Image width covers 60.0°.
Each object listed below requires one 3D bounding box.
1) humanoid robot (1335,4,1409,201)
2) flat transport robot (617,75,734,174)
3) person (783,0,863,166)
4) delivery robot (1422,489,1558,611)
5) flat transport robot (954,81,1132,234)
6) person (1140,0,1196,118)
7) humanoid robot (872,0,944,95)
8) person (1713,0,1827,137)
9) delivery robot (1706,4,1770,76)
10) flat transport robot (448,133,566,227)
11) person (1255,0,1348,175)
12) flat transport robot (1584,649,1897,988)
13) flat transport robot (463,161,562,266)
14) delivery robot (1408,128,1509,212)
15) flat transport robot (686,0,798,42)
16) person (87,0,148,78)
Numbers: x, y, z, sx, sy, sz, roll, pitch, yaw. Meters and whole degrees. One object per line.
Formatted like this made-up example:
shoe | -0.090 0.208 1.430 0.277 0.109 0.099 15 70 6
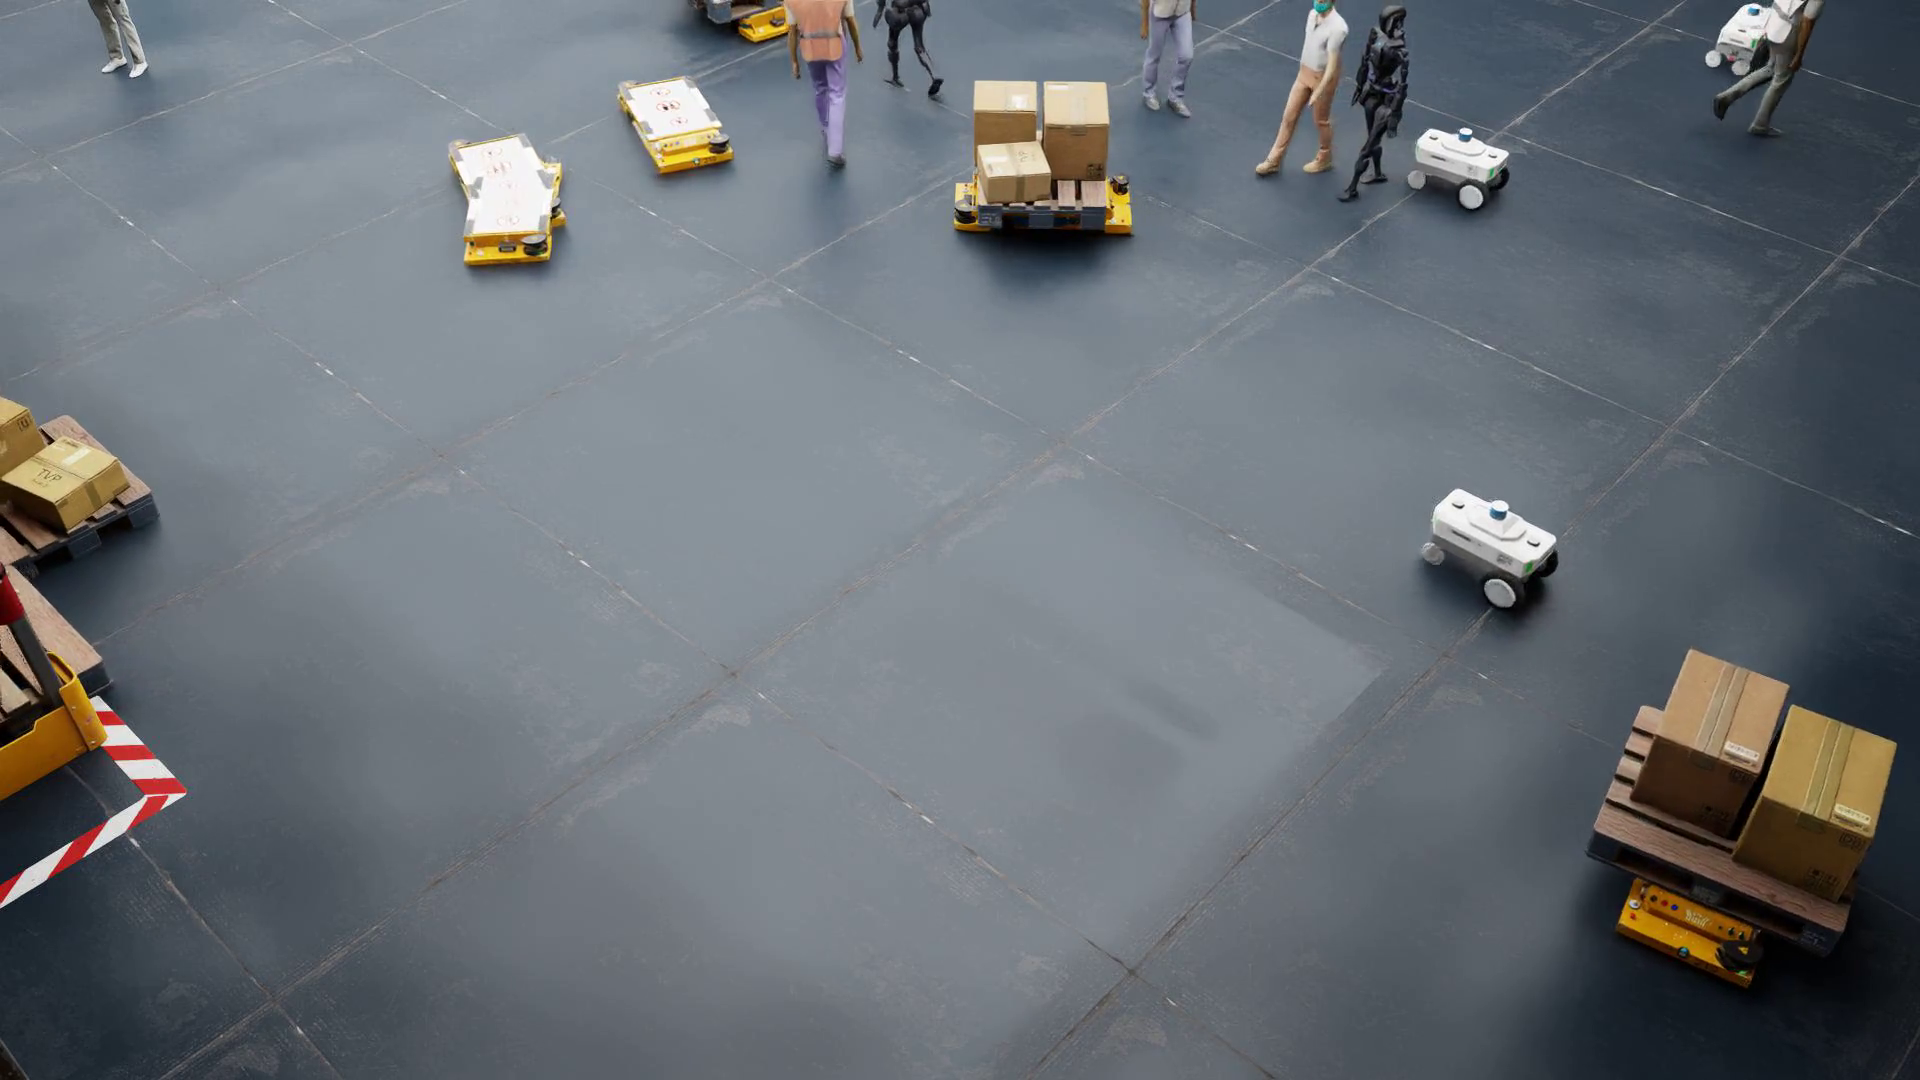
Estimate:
humanoid robot | 3.344 -3.556 13.438 0.654 1.628 0.608 -18 45 -19
flat transport robot | -2.522 -3.680 14.616 0.659 0.231 1.431 -16 44 -17
person | -1.135 -4.051 13.898 0.633 1.807 0.879 1 42 1
delivery robot | 3.281 0.009 10.294 0.767 0.583 0.499 32 51 30
flat transport robot | 0.674 -2.760 13.593 1.431 0.231 0.659 1 42 1
person | 1.830 -4.532 14.419 0.590 1.803 0.649 -16 45 -17
humanoid robot | -0.452 -4.739 14.764 0.590 1.632 0.694 -28 49 -27
person | 6.949 -4.246 14.086 0.586 1.817 0.619 0 42 0
delivery robot | 7.351 -4.723 15.575 0.520 0.613 0.784 26 48 26
flat transport robot | -3.784 -2.963 13.819 0.659 0.231 1.431 -17 45 -18
person | 2.896 -3.766 13.631 0.662 1.714 0.483 -21 46 -22
flat transport robot | 3.967 1.633 8.711 0.659 0.231 1.431 22 47 23
flat transport robot | -3.627 -2.694 13.520 0.659 0.231 1.431 -4 42 -4
delivery robot | 4.153 -3.107 13.767 0.779 0.597 0.499 26 48 26
flat transport robot | -2.126 -5.325 16.445 0.659 0.231 1.431 -26 48 -26
person | -7.790 -5.006 15.065 0.514 1.638 0.309 15 44 16
